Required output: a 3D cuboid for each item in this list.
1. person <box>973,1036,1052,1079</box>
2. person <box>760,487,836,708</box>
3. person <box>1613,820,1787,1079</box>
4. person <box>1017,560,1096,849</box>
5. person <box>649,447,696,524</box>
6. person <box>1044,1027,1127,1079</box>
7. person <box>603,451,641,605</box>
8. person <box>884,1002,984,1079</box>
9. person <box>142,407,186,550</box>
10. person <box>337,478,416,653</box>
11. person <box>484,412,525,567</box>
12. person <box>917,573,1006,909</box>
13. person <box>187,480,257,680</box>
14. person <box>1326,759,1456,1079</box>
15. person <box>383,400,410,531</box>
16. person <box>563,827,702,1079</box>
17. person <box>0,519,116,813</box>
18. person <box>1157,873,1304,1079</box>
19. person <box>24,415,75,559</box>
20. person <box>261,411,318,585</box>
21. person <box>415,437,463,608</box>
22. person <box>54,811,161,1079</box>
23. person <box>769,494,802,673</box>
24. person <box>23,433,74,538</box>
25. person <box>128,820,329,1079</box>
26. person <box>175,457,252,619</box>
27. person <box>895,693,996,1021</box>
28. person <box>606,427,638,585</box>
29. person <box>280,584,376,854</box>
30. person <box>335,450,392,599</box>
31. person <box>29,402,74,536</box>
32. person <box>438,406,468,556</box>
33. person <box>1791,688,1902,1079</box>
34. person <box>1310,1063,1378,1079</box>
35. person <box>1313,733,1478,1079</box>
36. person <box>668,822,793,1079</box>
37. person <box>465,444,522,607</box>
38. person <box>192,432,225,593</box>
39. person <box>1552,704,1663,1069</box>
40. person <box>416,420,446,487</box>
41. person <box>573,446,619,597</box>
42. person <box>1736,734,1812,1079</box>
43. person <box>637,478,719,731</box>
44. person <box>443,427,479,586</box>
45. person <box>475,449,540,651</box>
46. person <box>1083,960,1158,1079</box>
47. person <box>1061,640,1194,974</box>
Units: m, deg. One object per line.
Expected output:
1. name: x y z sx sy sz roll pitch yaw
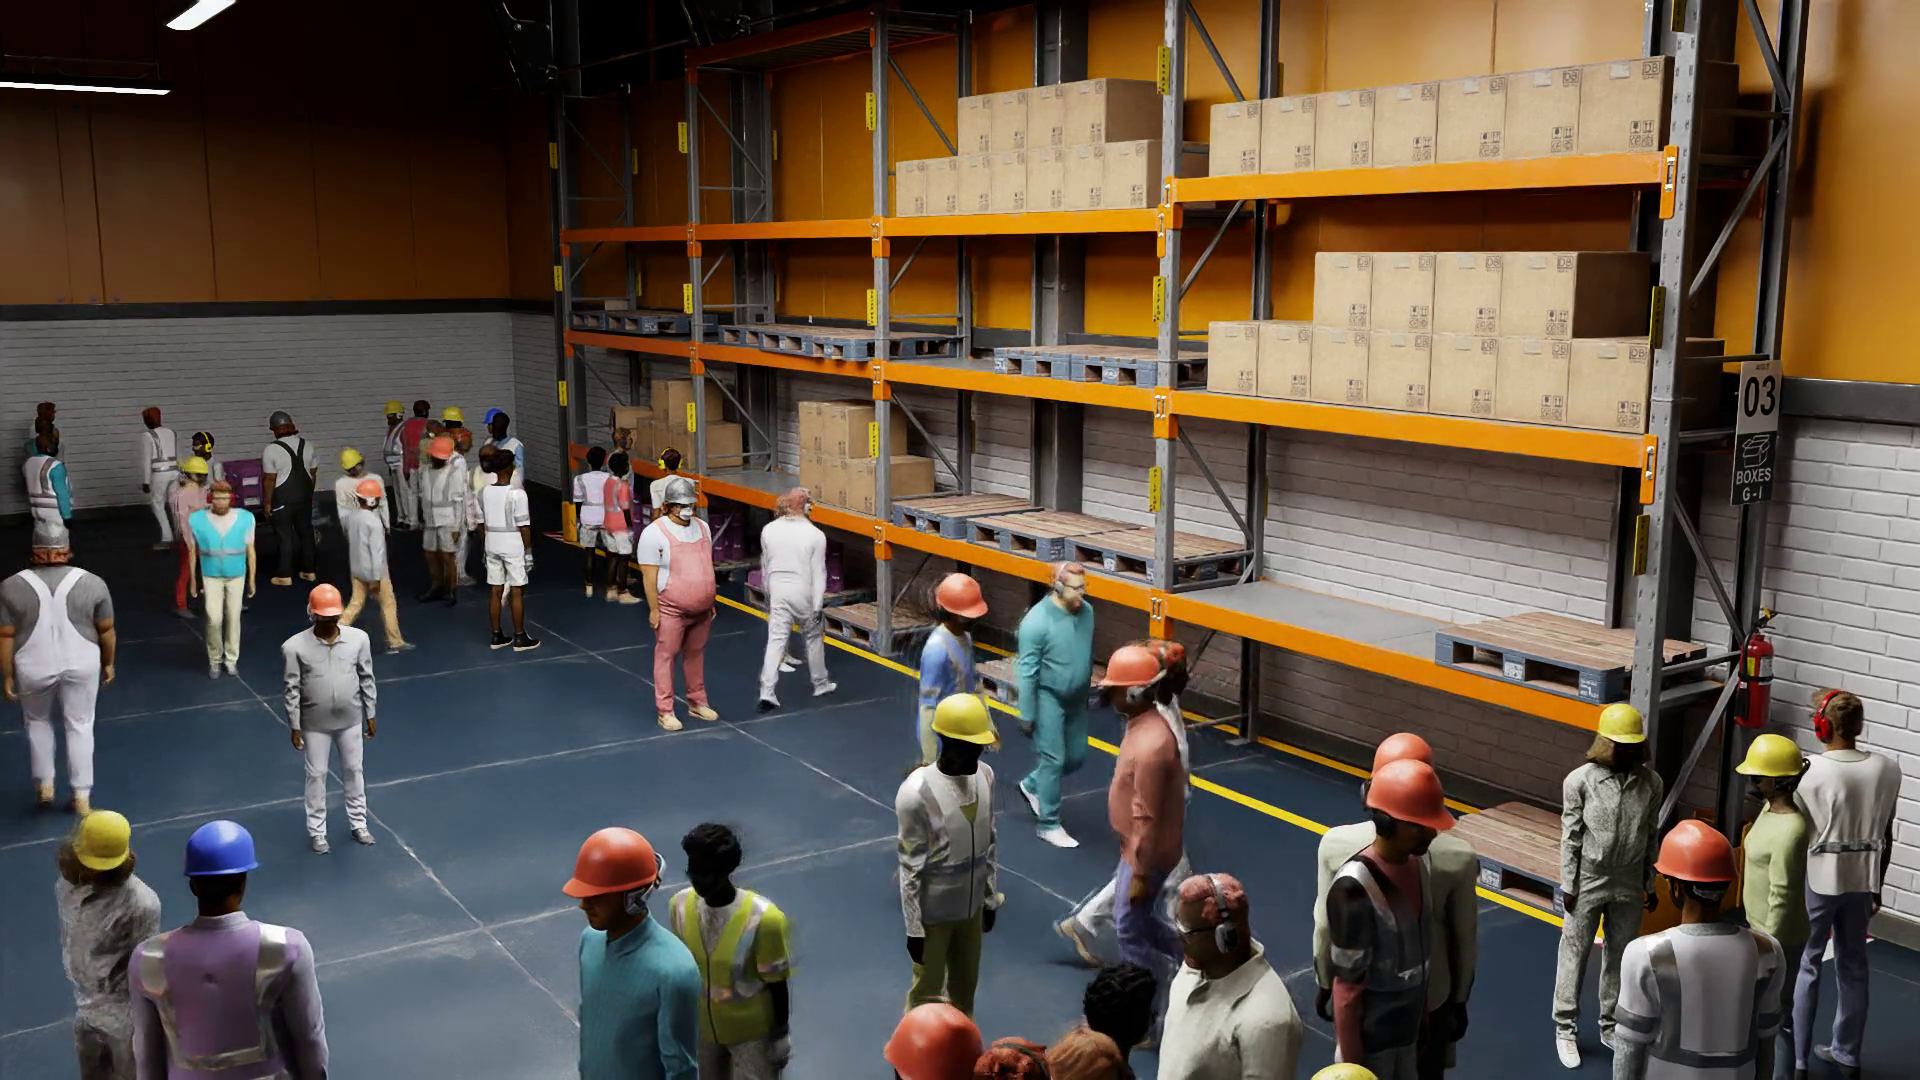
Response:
1. person: 0.102 2.186 4.177 0.584 1.854 0.894 6 11 29
2. person: -1.413 0.483 14.117 0.651 1.868 0.969 4 10 22
3. person: 2.460 1.894 5.641 0.543 1.929 0.385 0 10 -1
4. person: 0.592 1.034 10.801 0.556 1.885 0.673 9 13 44
5. person: -2.957 -0.011 17.023 0.572 1.878 0.401 -7 12 -36
6. person: 0.333 2.179 4.846 0.548 1.620 0.354 0 10 -2
7. person: -3.725 -0.135 18.232 0.317 1.696 0.540 -7 12 -34
8. person: -0.102 2.107 4.433 0.577 1.912 0.481 -2 10 -12
9. person: -10.354 -0.798 21.628 0.393 1.873 0.641 3 10 16
10. person: -5.639 0.270 15.756 0.556 1.724 0.829 7 12 36
11. person: -5.565 -0.604 20.323 0.591 1.919 0.392 5 11 27
12. person: 0.026 1.161 9.696 0.756 2.000 0.660 1 10 5
13. person: -6.626 0.354 14.999 0.572 1.815 0.548 -6 11 -29
14. person: 1.562 1.773 6.053 0.411 2.032 0.611 8 13 40
15. person: -7.812 -1.039 23.166 0.403 1.825 0.596 -7 12 -37
16. person: -1.068 1.898 5.457 0.397 1.989 0.619 -9 13 -43
17. person: -6.190 0.848 11.442 0.708 2.000 0.635 -5 11 -29
18. person: 0.811 1.971 5.282 0.402 1.897 0.657 -3 10 -16
19. person: -11.414 -0.646 20.825 0.503 1.837 0.350 0 10 1
20. person: -7.843 -0.501 19.358 0.536 2.000 0.677 6 12 33
21. person: -5.645 -0.195 18.014 0.655 1.888 0.501 4 10 20
22. person: -3.390 1.844 6.591 0.658 1.697 0.417 4 10 23
23. person: -1.614 0.387 15.323 0.314 1.639 0.517 1 10 9
24. person: -10.203 -0.286 18.703 0.631 1.840 0.429 6 11 31
25. person: -2.429 1.895 5.597 0.602 1.939 0.399 -2 10 -10
26. person: -7.907 -0.003 17.383 0.902 1.720 0.545 3 10 20
27. person: -0.028 1.607 7.348 0.396 1.919 0.588 9 13 42
28. person: -3.937 -0.392 19.337 0.334 1.838 0.508 -5 11 -27
29. person: -4.015 1.131 10.645 0.566 1.744 0.350 -7 12 -34
30. person: -6.535 -0.148 18.258 0.543 1.702 0.797 -4 10 -20
31. person: -12.405 -0.950 22.600 0.562 1.840 0.390 6 11 33
32. person: -6.431 -0.735 21.097 0.390 1.918 0.588 -3 10 -17
33. person: 4.004 1.598 7.641 0.561 1.837 0.390 -1 10 -6
34. person: 0.970 2.204 4.385 0.319 1.738 0.483 0 10 0
35. person: 1.676 1.722 6.442 0.613 1.995 0.391 3 10 19
36. person: -0.885 1.882 6.461 0.545 1.668 0.415 5 11 27
37. person: -5.077 -0.195 18.310 0.643 1.804 0.777 2 10 10
38. person: -8.400 -0.293 18.688 0.506 1.861 0.329 9 13 43
39. person: 3.053 1.615 7.811 0.484 1.744 0.295 -1 10 -7
40. person: -7.052 -0.825 22.493 0.596 1.613 0.342 -1 10 -7
41. person: -4.043 -0.202 18.614 0.538 1.696 0.317 -1 10 -7
42. person: 3.512 1.705 7.245 0.340 1.761 0.527 3 10 19
43. person: -2.222 0.503 13.466 0.538 2.000 0.688 8 13 40
44. person: -5.742 -0.380 19.181 0.399 1.864 0.602 -5 11 -25
45. person: -4.373 0.095 16.076 0.611 1.966 0.362 4 11 24
46. person: 0.447 2.106 5.086 0.322 1.690 0.533 -6 11 -31
47. person: 0.963 1.416 8.673 0.901 1.856 0.602 3 10 18
